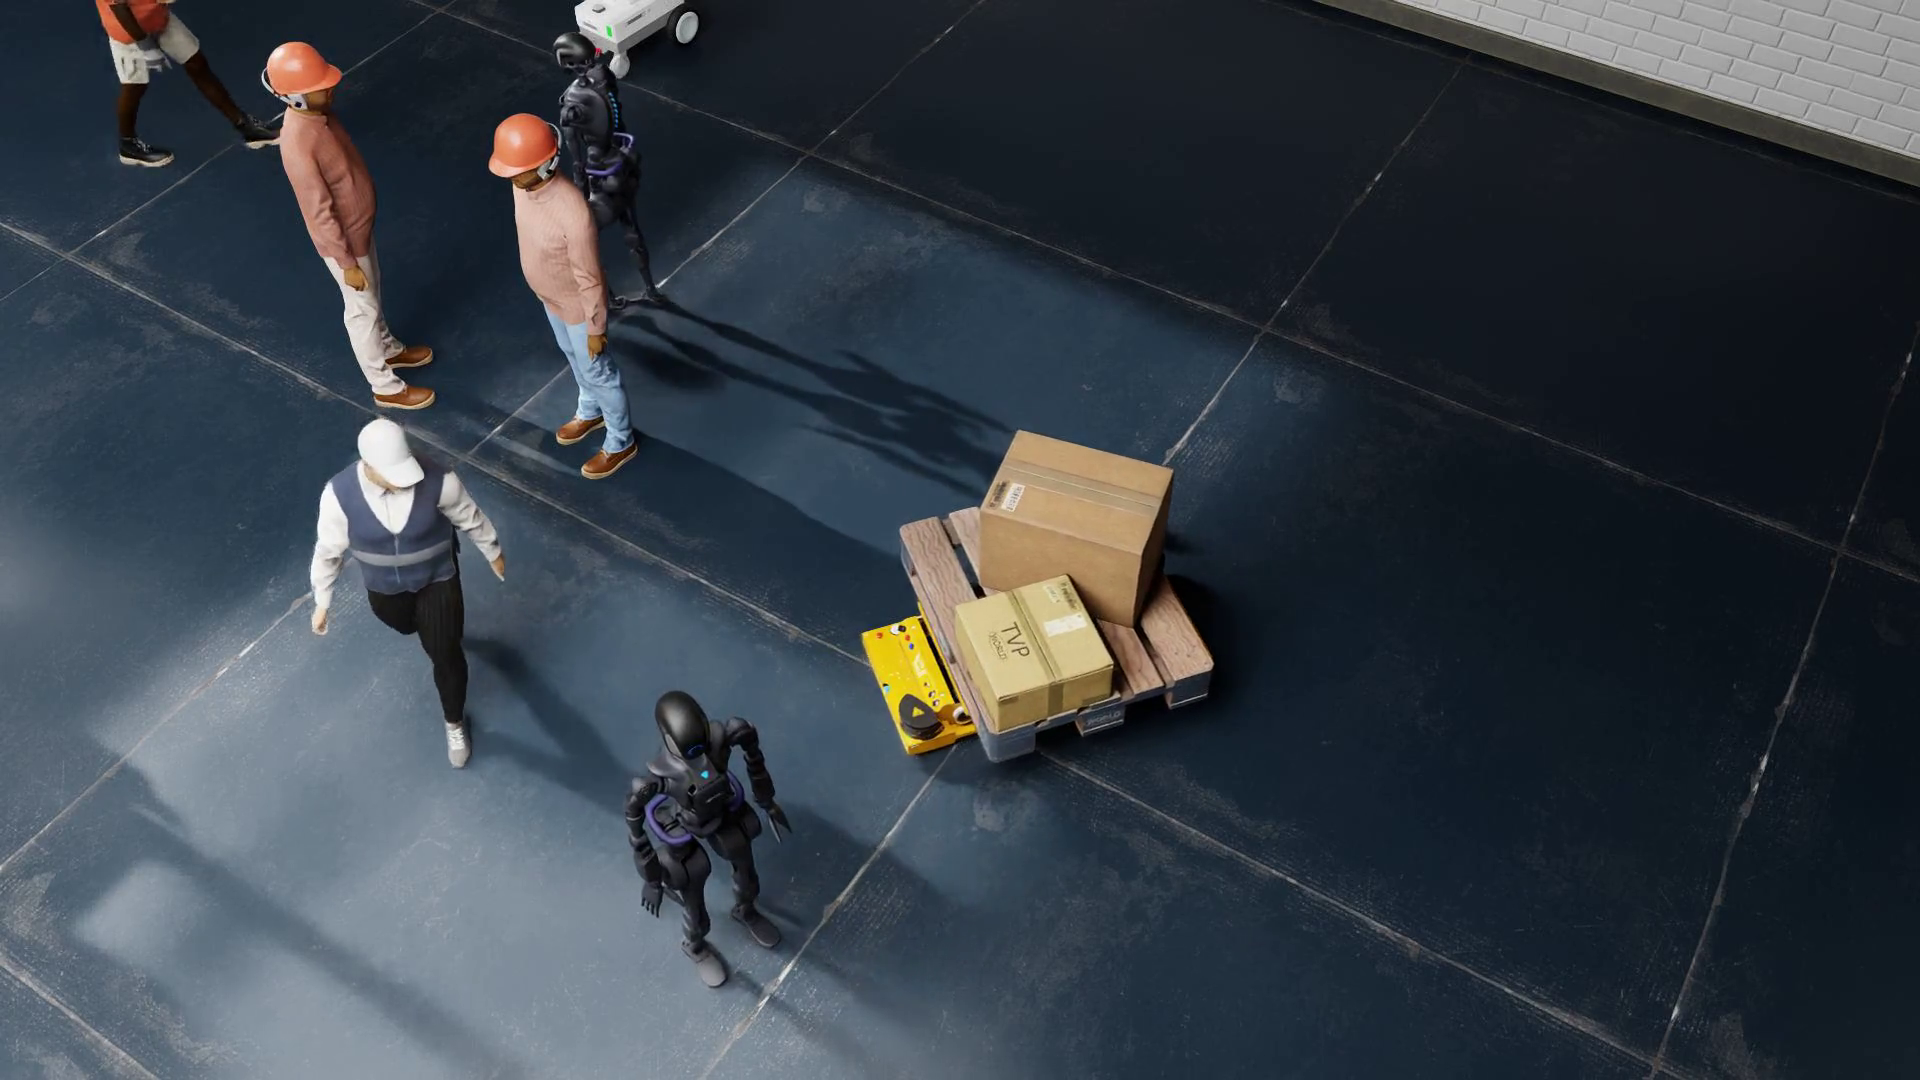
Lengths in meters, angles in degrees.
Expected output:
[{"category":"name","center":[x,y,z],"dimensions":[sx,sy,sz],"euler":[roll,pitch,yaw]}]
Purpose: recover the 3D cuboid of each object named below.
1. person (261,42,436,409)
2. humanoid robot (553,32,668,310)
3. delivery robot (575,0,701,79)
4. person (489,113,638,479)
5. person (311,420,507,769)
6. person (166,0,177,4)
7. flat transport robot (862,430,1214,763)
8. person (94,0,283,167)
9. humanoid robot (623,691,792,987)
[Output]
[{"category":"person","center":[-2.924,-1.487,7.970],"dimensions":[0.375,1.995,0.610],"euler":[-8,49,-7]},{"category":"humanoid robot","center":[-1.813,-1.853,8.498],"dimensions":[0.459,1.646,0.610],"euler":[12,50,10]},{"category":"delivery robot","center":[-2.069,-3.340,10.549],"dimensions":[0.499,0.601,0.802],"euler":[30,55,24]},{"category":"person","center":[-1.813,-1.116,7.655],"dimensions":[0.402,1.986,0.610],"euler":[-30,55,-24]},{"category":"person","center":[-2.241,0.102,6.763],"dimensions":[0.741,1.716,0.824],"euler":[-7,49,-6]},{"category":"person","center":[-5.421,-4.280,10.492],"dimensions":[0.410,1.876,0.493],"euler":[-8,49,-7]},{"category":"flat transport robot","center":[0.339,0.460,7.413],"dimensions":[1.431,0.231,0.659],"euler":[-15,51,-13]},{"category":"person","center":[-4.554,-2.933,9.293],"dimensions":[1.018,1.908,0.616],"euler":[-2,49,-2]},{"category":"humanoid robot","center":[-0.902,1.055,5.957],"dimensions":[0.613,1.653,0.305],"euler":[-32,56,-25]}]
